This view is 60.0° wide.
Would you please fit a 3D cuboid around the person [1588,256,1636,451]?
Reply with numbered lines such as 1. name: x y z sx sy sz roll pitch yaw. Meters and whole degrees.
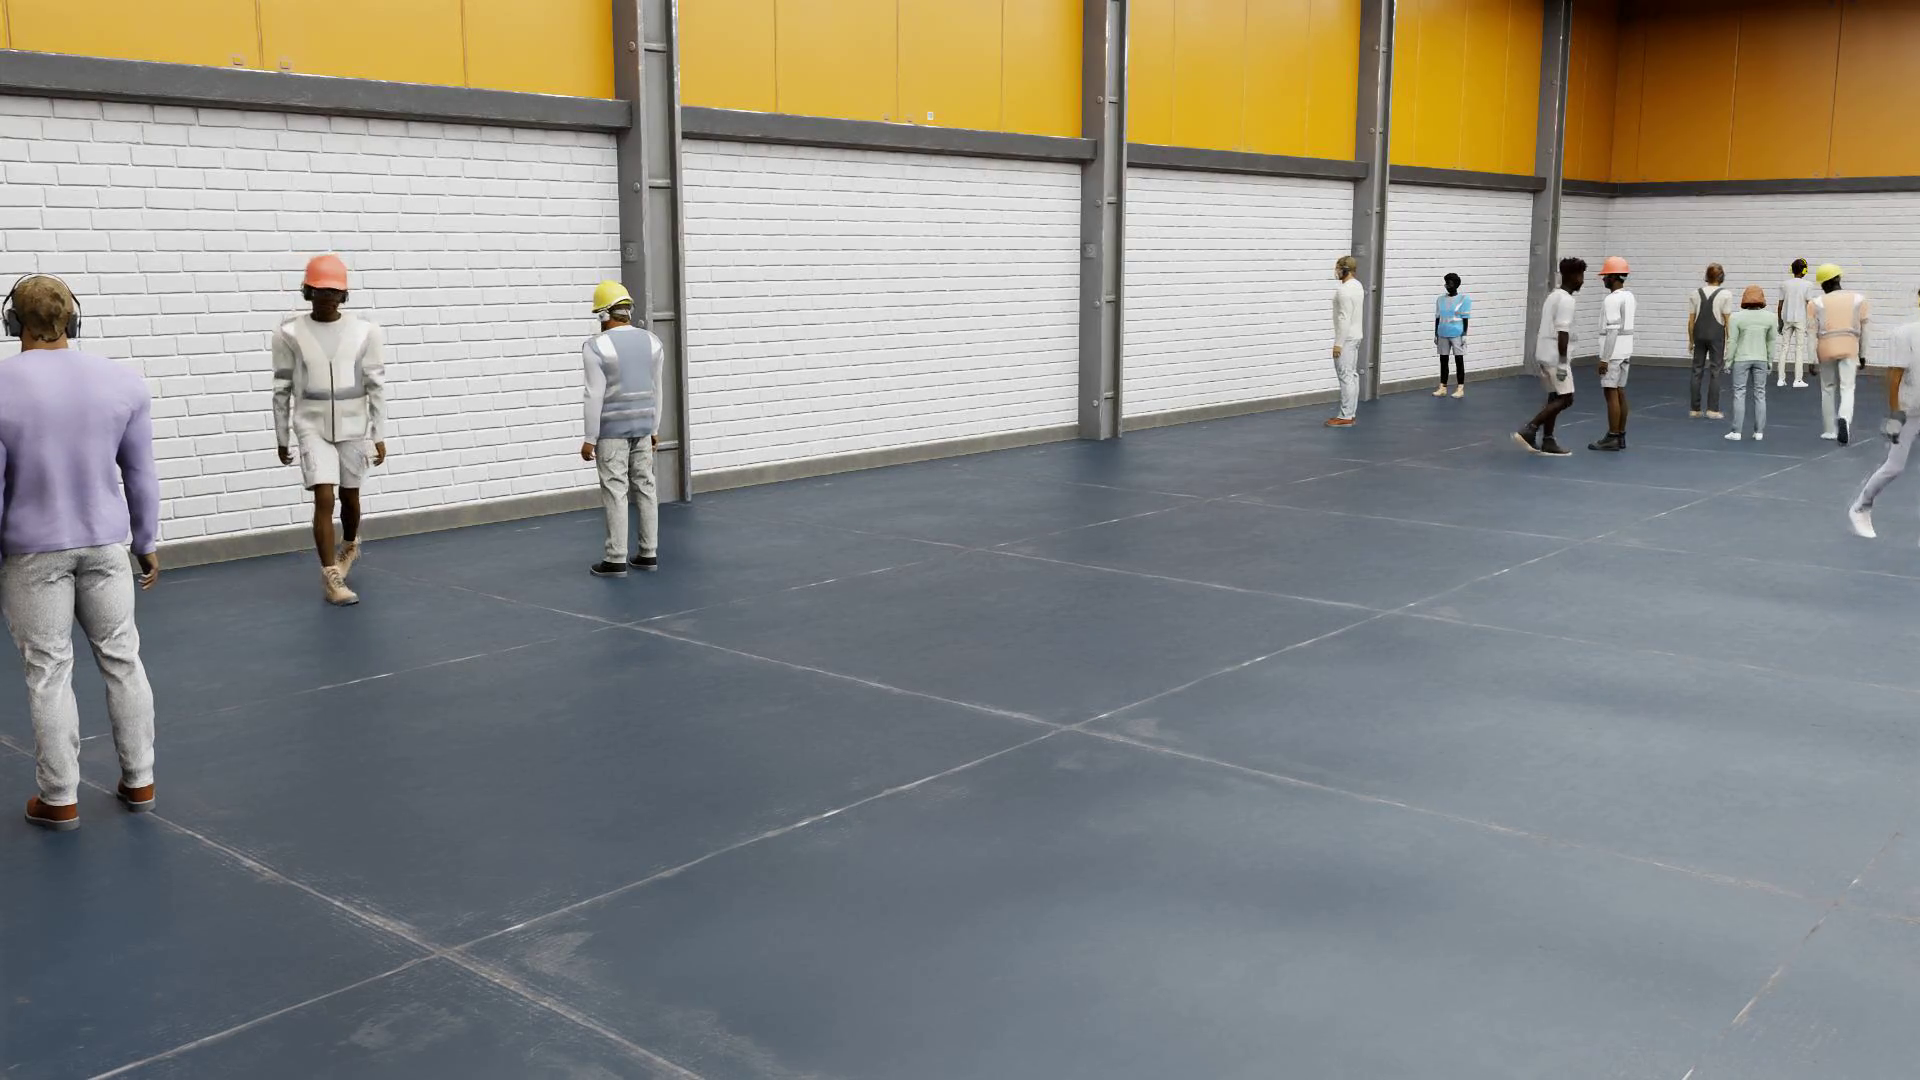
1. person: 6.525 -1.859 16.656 0.377 1.936 0.549 9 13 40

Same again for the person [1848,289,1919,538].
1. person: 6.477 -0.863 11.312 0.539 1.831 0.924 -2 10 -11

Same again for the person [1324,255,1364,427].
1. person: 4.372 -2.243 18.877 0.422 1.945 0.631 5 11 25

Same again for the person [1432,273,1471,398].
1. person: 6.667 -2.776 22.585 0.319 1.691 0.531 -9 14 -43

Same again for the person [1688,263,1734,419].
1. person: 8.902 -2.354 19.774 0.379 1.841 0.553 -10 14 -43

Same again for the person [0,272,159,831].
1. person: -3.126 0.044 5.823 0.352 1.937 0.635 10 14 44

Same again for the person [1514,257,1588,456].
1. person: 5.729 -1.755 16.046 0.539 1.943 0.645 1 10 3

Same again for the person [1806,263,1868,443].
1. person: 9.120 -1.942 17.310 0.625 1.872 0.823 4 11 21

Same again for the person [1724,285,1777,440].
1. person: 8.327 -1.863 17.552 0.502 1.631 0.286 1 10 6

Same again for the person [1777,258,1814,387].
1. person: 12.207 -3.162 24.299 0.328 1.862 0.513 -9 13 -42

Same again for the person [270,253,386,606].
1. person: -3.675 -0.663 9.698 0.605 2.008 0.930 -5 11 -26

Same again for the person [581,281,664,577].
1. person: -2.100 -0.681 10.282 0.403 1.823 0.586 8 13 38
